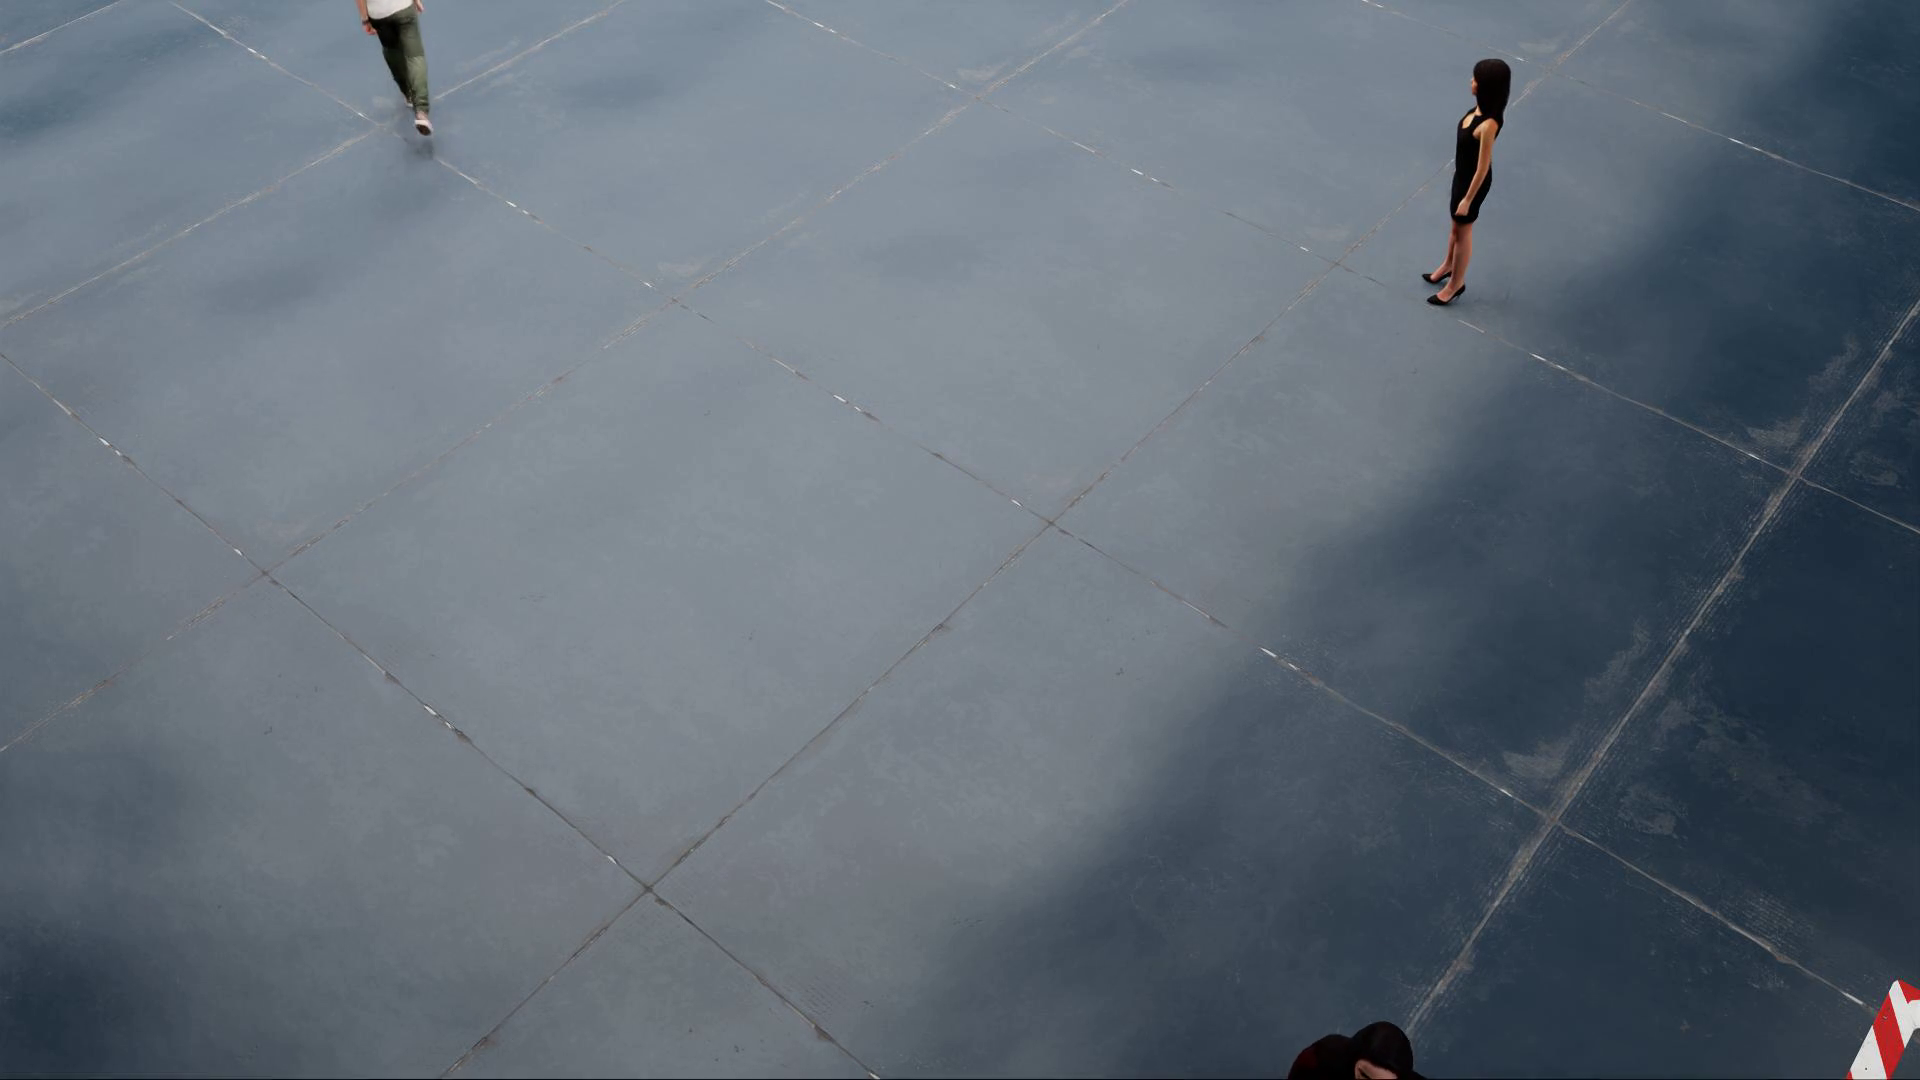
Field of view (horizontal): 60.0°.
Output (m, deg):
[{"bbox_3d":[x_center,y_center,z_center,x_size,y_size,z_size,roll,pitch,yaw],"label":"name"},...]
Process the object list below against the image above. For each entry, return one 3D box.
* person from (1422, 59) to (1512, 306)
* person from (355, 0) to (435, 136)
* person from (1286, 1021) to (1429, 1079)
[{"bbox_3d":[3.039,-2.120,9.903,0.655,1.648,0.641,6,48,5],"label":"person"},{"bbox_3d":[-3.817,-3.511,11.203,0.984,1.626,1.136,-10,48,-9],"label":"person"},{"bbox_3d":[1.383,2.092,5.938,0.727,1.751,0.787,23,51,20],"label":"person"}]
